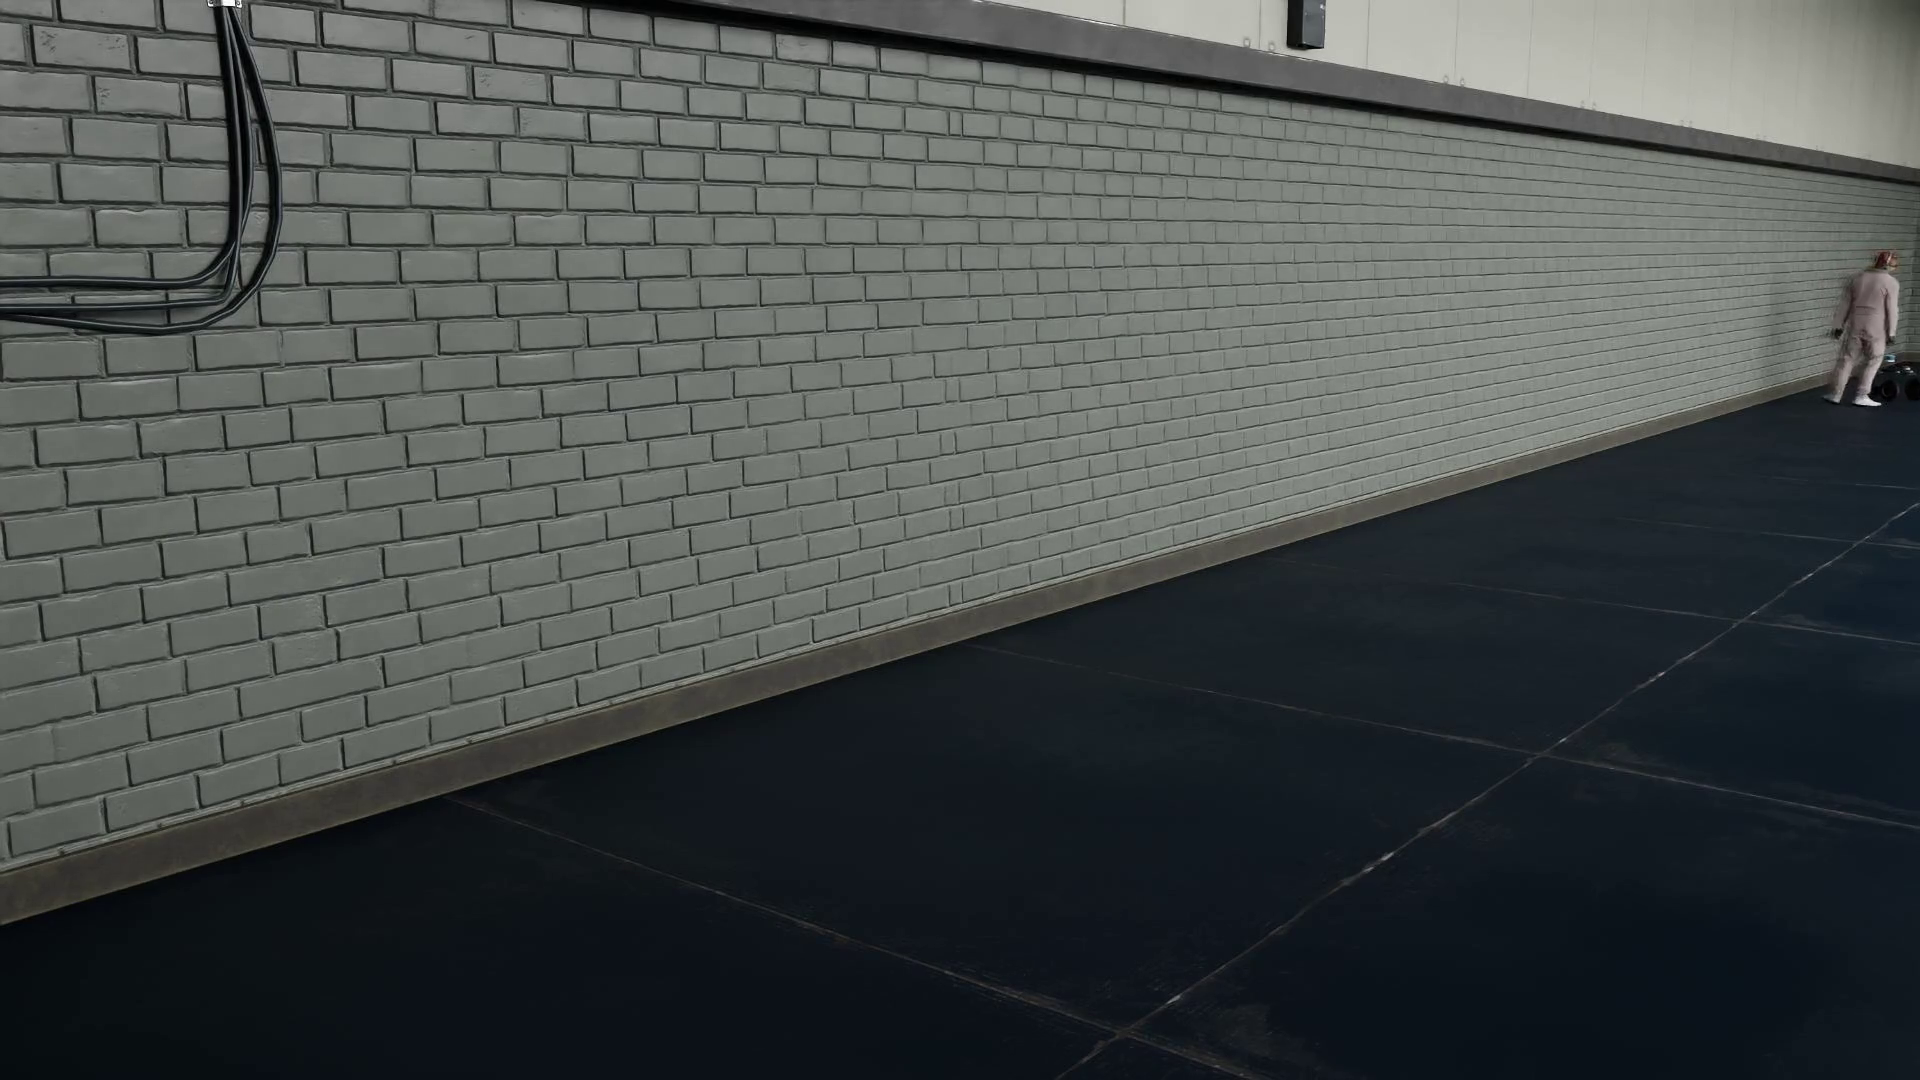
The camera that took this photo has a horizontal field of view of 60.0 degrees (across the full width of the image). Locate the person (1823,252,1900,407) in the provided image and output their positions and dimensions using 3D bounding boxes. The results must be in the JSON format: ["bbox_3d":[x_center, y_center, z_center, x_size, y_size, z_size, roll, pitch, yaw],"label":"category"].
[{"bbox_3d":[10.978,-2.557,20.182,0.464,1.864,0.797,-5,12,-28],"label":"person"}]

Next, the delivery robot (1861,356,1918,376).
[{"bbox_3d":[11.803,-2.227,21.108,0.335,0.223,0.698,-3,11,-18],"label":"delivery robot"}]
